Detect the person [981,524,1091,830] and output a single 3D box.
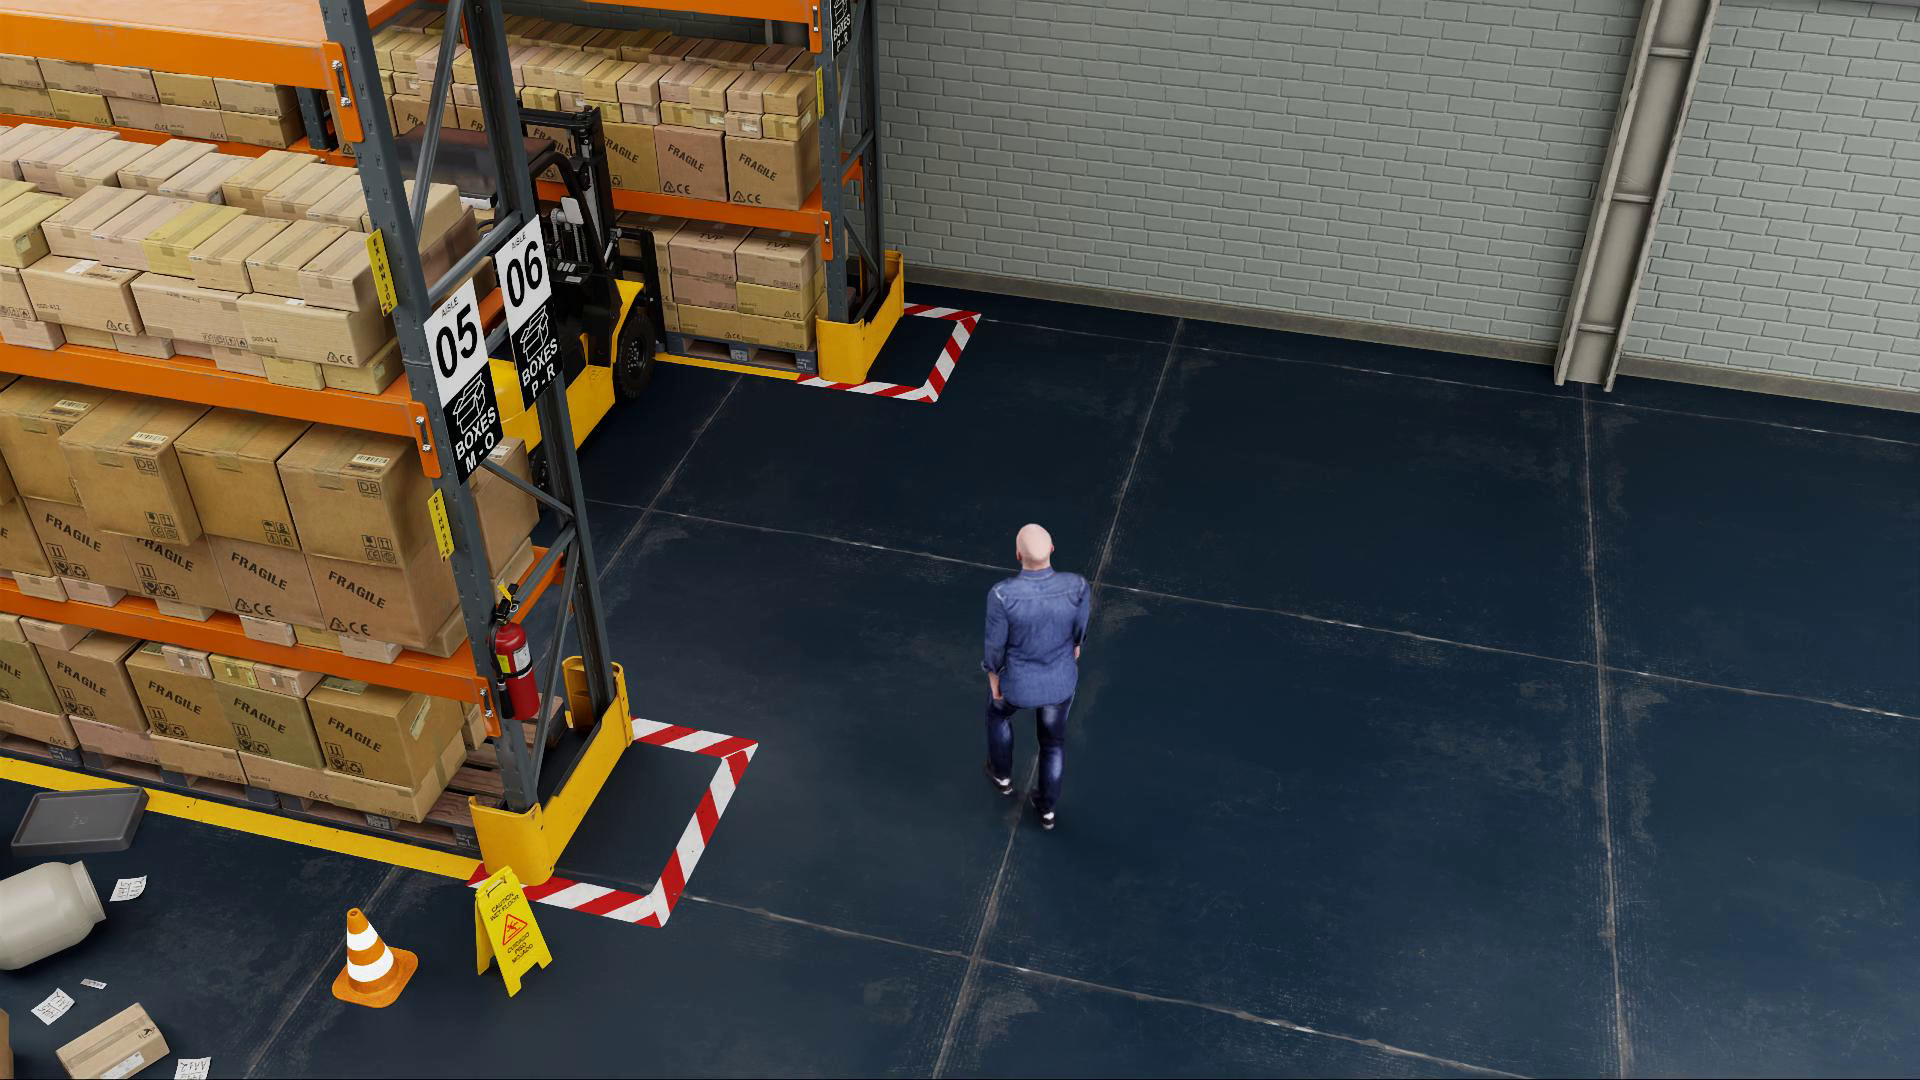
[{"bbox_3d":[0.396,0.739,8.222,0.858,1.803,0.929,-6,38,-7],"label":"person"}]
